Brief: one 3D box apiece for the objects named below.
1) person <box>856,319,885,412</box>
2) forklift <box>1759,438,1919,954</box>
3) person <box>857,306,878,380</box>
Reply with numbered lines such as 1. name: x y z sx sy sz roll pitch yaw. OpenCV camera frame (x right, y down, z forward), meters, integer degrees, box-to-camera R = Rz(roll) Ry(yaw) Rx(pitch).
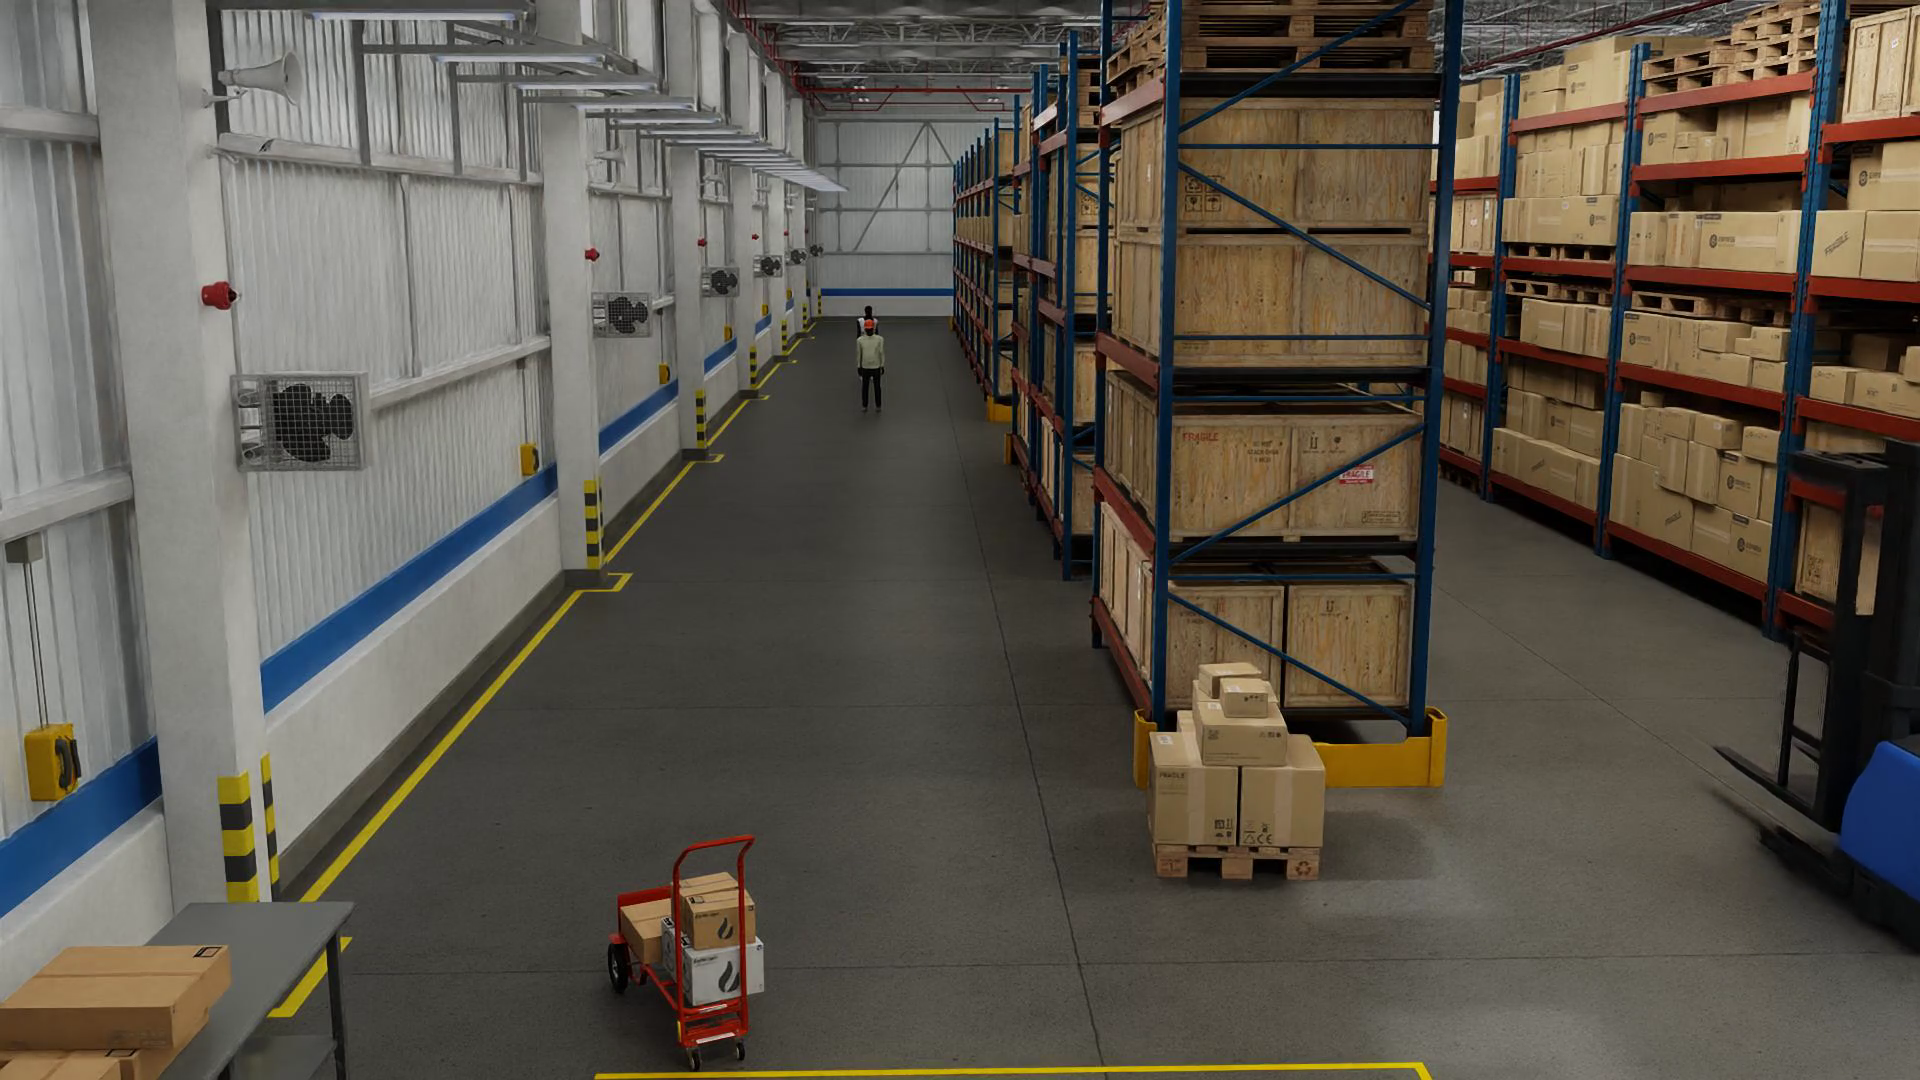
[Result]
1. person: -1.909 -3.715 35.519 0.617 1.989 0.402 0 11 2
2. forklift: 5.808 0.798 9.699 1.129 2.768 1.873 0 11 -2
3. person: -2.368 -5.056 42.696 0.593 1.910 0.389 -6 12 -27
